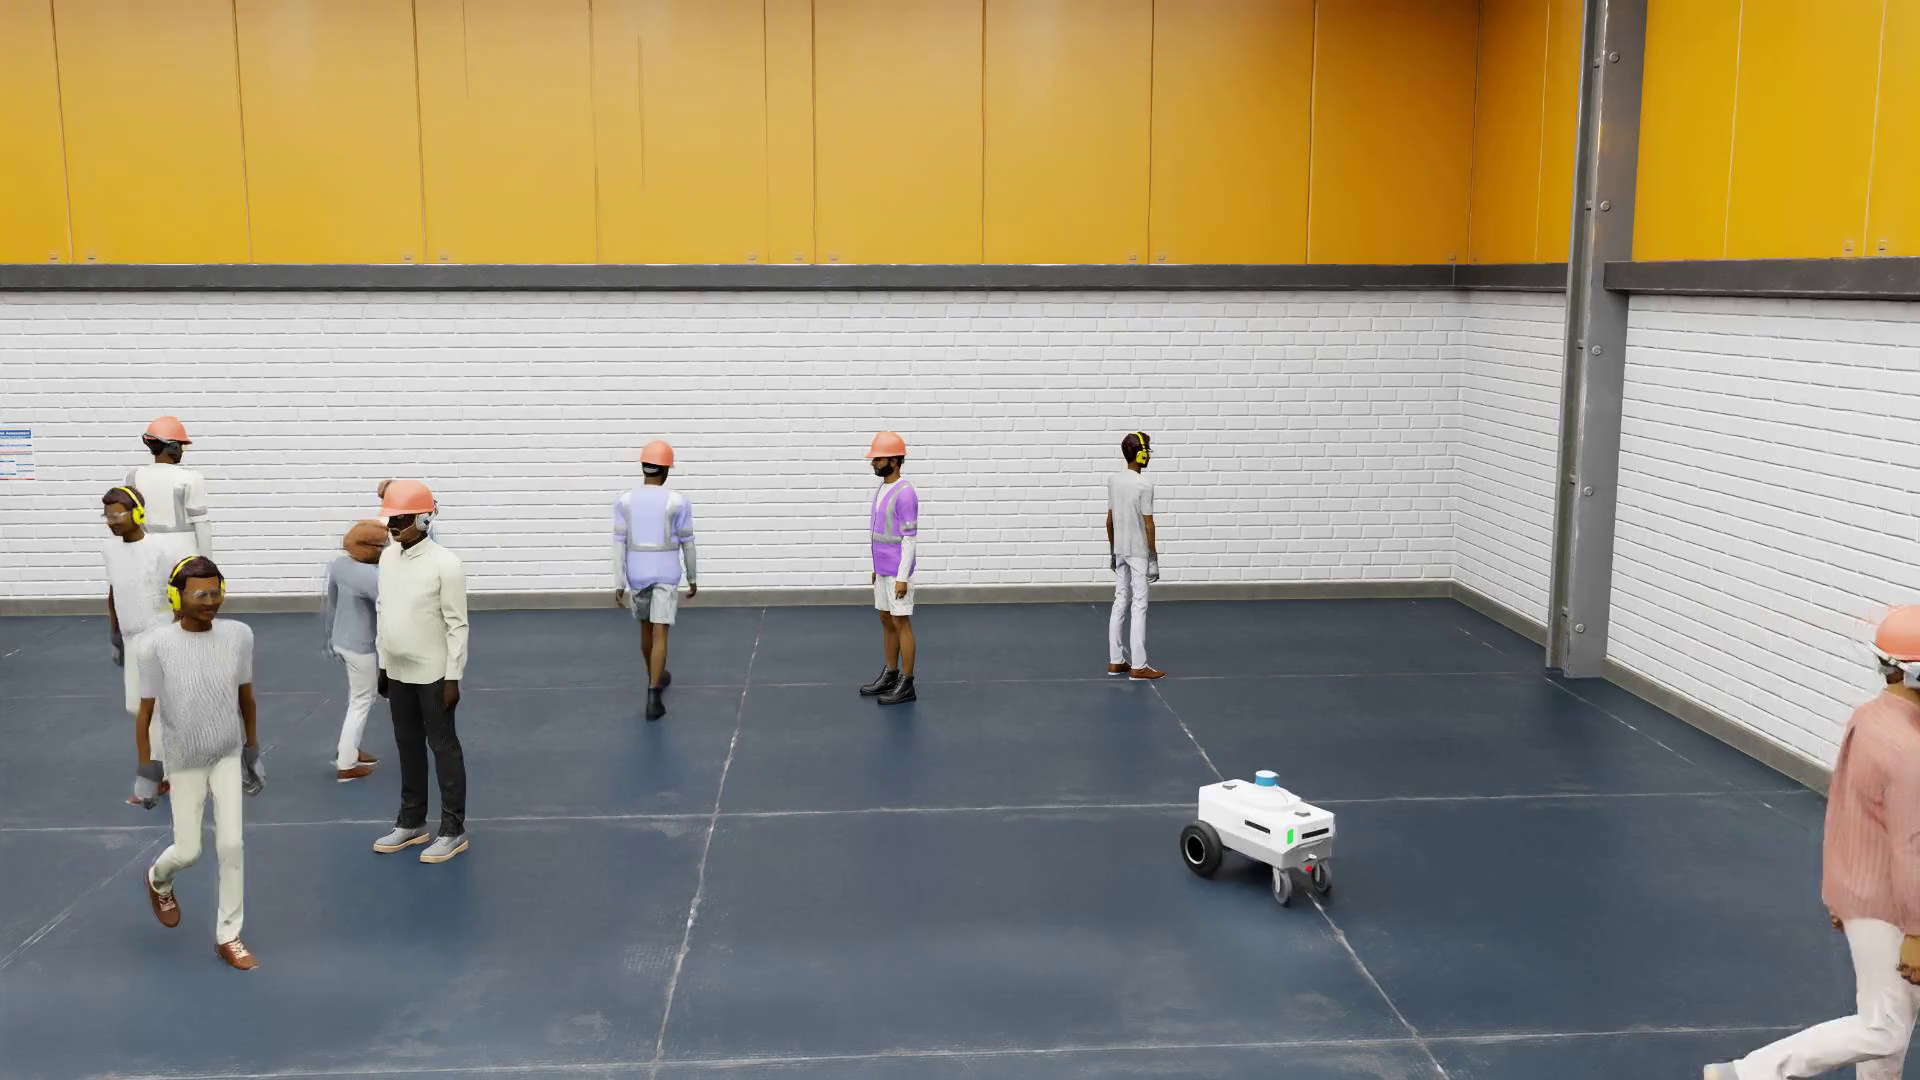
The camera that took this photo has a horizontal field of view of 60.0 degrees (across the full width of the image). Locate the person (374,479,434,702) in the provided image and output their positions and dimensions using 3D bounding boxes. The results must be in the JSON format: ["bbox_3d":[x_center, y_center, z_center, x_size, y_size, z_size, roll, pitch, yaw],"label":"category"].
[{"bbox_3d":[-3.894,0.382,11.626,0.519,1.624,0.479,-8,12,-42],"label":"person"}]

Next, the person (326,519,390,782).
[{"bbox_3d":[-3.598,0.661,9.975,0.577,1.594,0.385,8,12,41],"label":"person"}]

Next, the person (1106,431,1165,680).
[{"bbox_3d":[1.313,0.118,12.513,0.328,1.872,0.514,-7,11,-37],"label":"person"}]

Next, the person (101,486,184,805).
[{"bbox_3d":[-4.719,0.573,9.773,0.566,1.840,0.697,2,9,14],"label":"person"}]

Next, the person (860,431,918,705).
[{"bbox_3d":[-0.499,0.195,11.813,0.361,1.938,0.545,-4,10,-26],"label":"person"}]

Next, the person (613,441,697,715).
[{"bbox_3d":[-2.141,0.249,11.682,0.546,1.882,0.974,1,9,6],"label":"person"}]

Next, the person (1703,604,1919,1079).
[{"bbox_3d":[2.969,1.175,5.539,0.708,1.977,0.618,3,10,21],"label":"person"}]

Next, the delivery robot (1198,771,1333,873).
[{"bbox_3d":[1.522,1.397,8.301,0.477,0.478,0.707,-6,11,-33],"label":"delivery robot"}]

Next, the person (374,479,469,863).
[{"bbox_3d":[-2.814,0.671,8.646,0.608,1.995,0.377,5,10,29],"label":"person"}]

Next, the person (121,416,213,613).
[{"bbox_3d":[-5.601,0.140,11.850,0.605,2.037,0.394,1,9,5],"label":"person"}]

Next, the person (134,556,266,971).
[{"bbox_3d":[-3.390,0.955,7.357,0.683,1.852,0.535,8,12,43],"label":"person"}]
